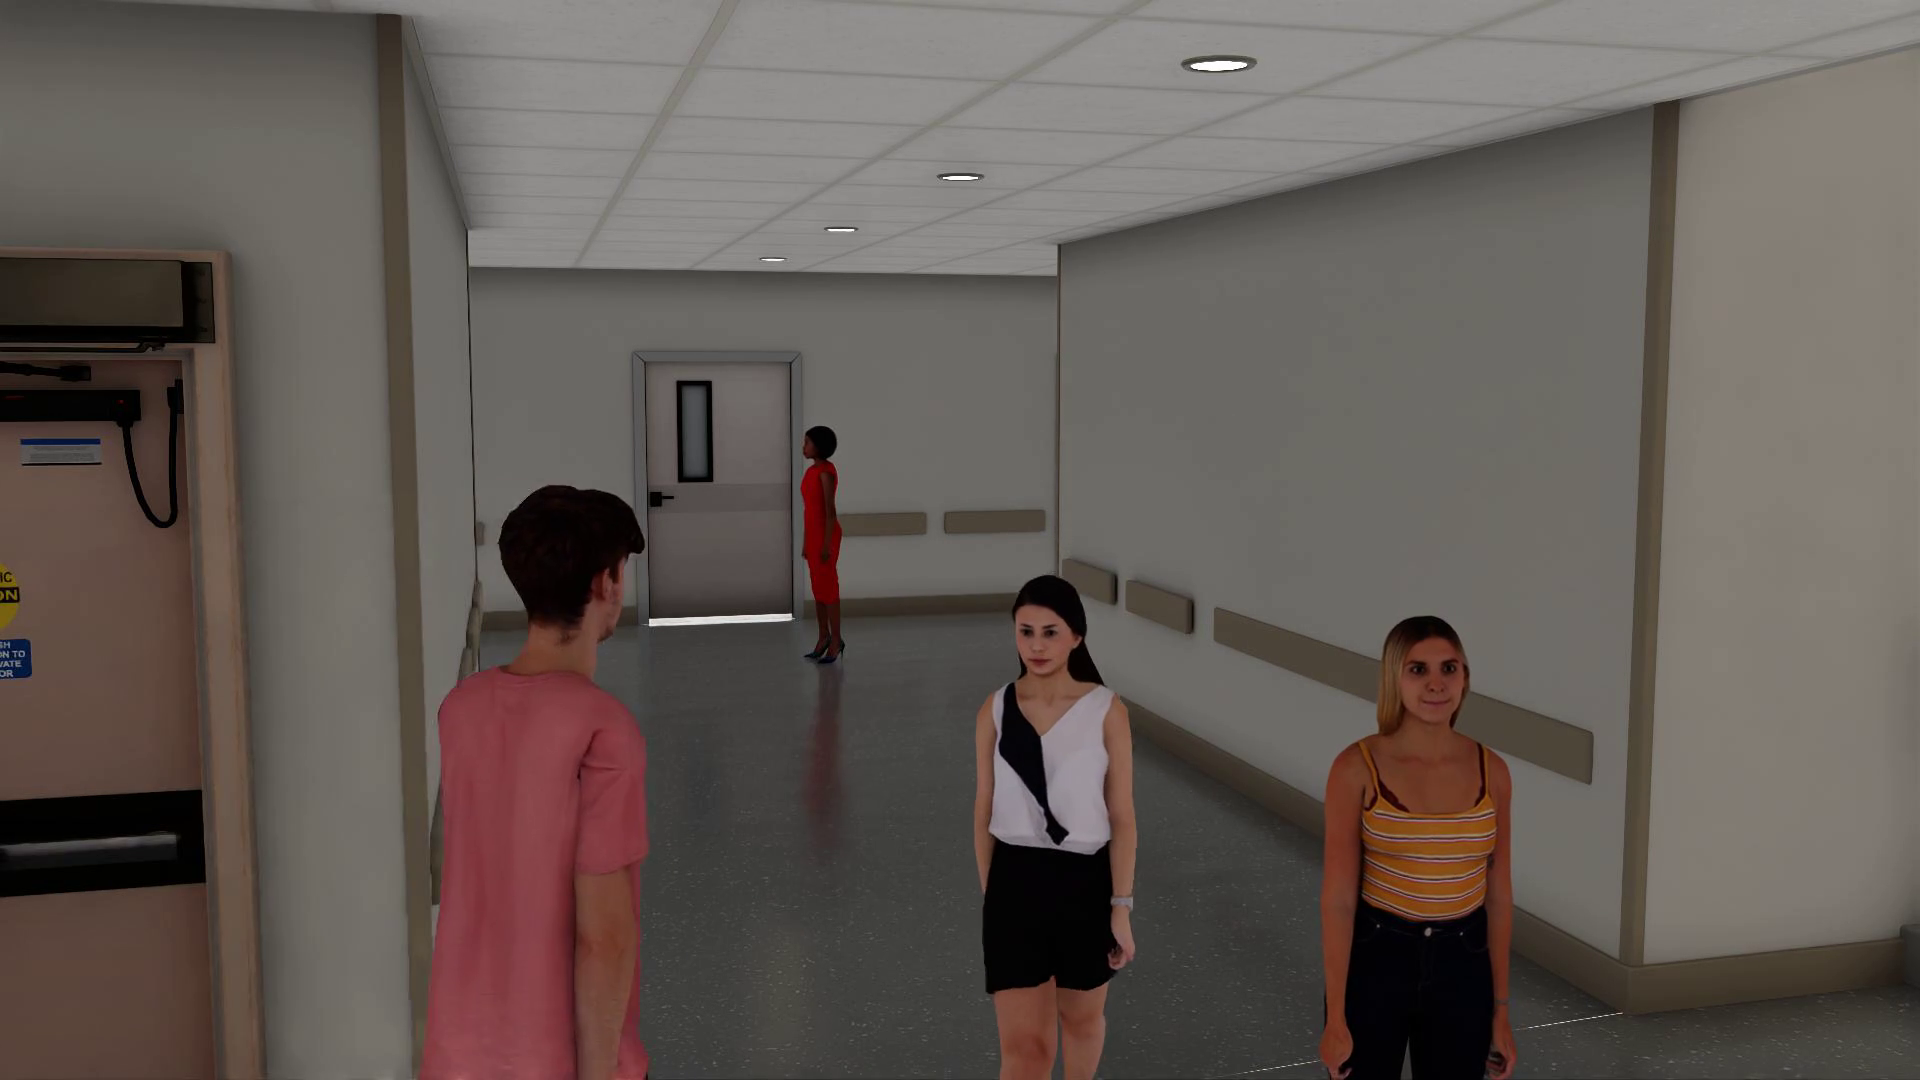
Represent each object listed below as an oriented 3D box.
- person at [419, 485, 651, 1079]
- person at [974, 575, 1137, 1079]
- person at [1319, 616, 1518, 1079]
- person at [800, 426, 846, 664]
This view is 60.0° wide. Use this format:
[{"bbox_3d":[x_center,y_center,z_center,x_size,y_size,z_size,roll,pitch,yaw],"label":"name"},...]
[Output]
[{"bbox_3d":[-0.759,0.917,2.619,1.246,1.906,1.239,3,6,27],"label":"person"},{"bbox_3d":[0.258,0.918,4.128,1.075,1.604,0.854,1,6,5],"label":"person"},{"bbox_3d":[0.959,0.964,3.544,0.521,1.628,0.671,0,6,-3],"label":"person"},{"bbox_3d":[-1.012,0.026,12.295,0.562,1.743,0.613,-3,6,-25],"label":"person"}]
